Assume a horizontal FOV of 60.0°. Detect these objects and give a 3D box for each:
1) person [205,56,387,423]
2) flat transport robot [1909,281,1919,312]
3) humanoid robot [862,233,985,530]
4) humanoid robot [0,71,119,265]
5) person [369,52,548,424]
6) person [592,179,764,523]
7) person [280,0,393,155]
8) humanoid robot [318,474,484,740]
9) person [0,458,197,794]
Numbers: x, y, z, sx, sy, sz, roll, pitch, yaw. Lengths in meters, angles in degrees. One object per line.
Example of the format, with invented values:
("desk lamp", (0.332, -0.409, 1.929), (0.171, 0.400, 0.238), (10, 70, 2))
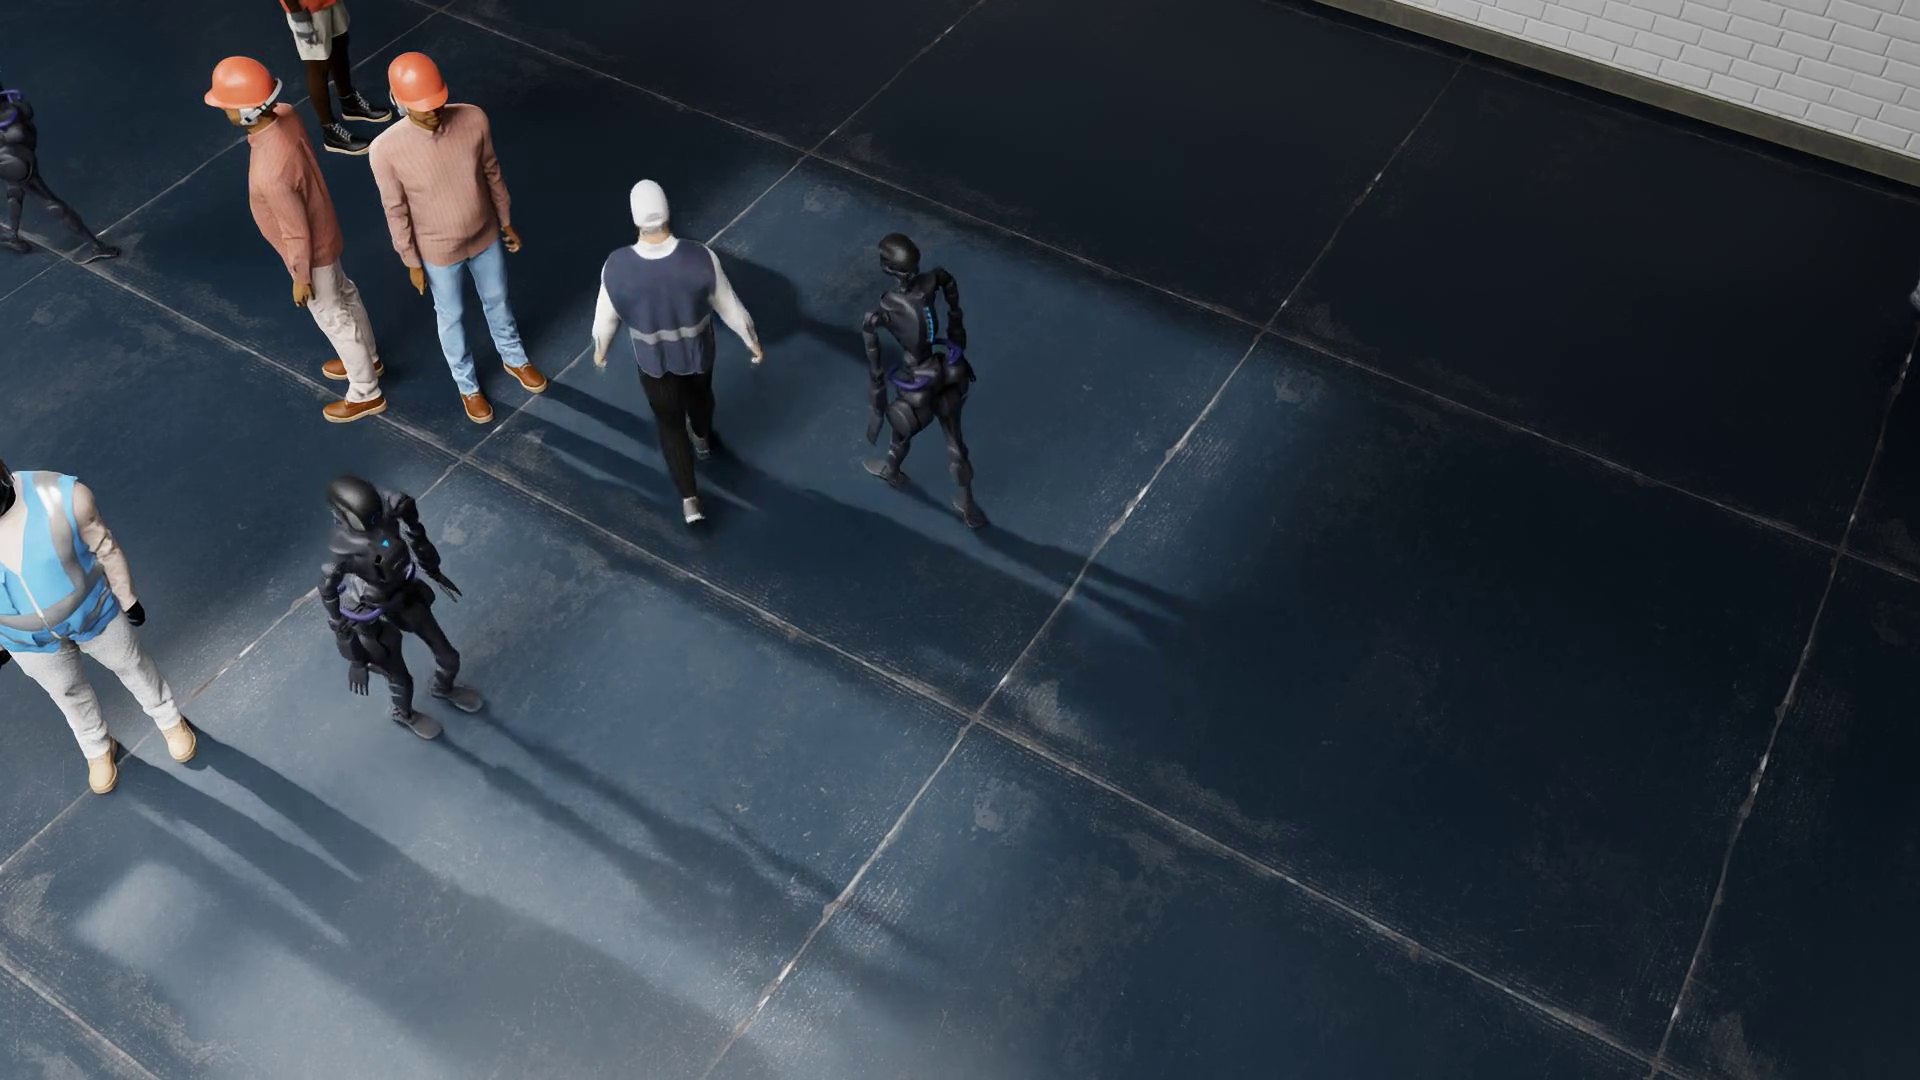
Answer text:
("person", (-3.115, -1.412, 7.905), (0.376, 1.995, 0.610), (-10, 50, -8))
("flat transport robot", (5.693, -0.883, 8.587), (0.659, 0.231, 1.431), (-8, 49, -7))
("humanoid robot", (-0.187, -0.730, 7.533), (0.616, 1.623, 0.707), (-36, 58, -27))
("humanoid robot", (-5.096, -2.113, 8.743), (0.717, 1.634, 0.595), (-10, 50, -9))
("person", (-2.387, -1.437, 7.927), (0.607, 1.995, 0.376), (-34, 57, -26))
("person", (-1.290, -0.860, 7.599), (0.763, 1.723, 0.825), (-12, 50, -10))
("person", (-3.656, -3.115, 9.421), (0.381, 1.957, 0.600), (5, 49, 5))
("humanoid robot", (-2.288, 0.272, 6.648), (0.457, 1.632, 0.610), (20, 52, 16))
("person", (-3.521, 0.303, 6.509), (0.625, 1.842, 0.429), (-21, 52, -17))
